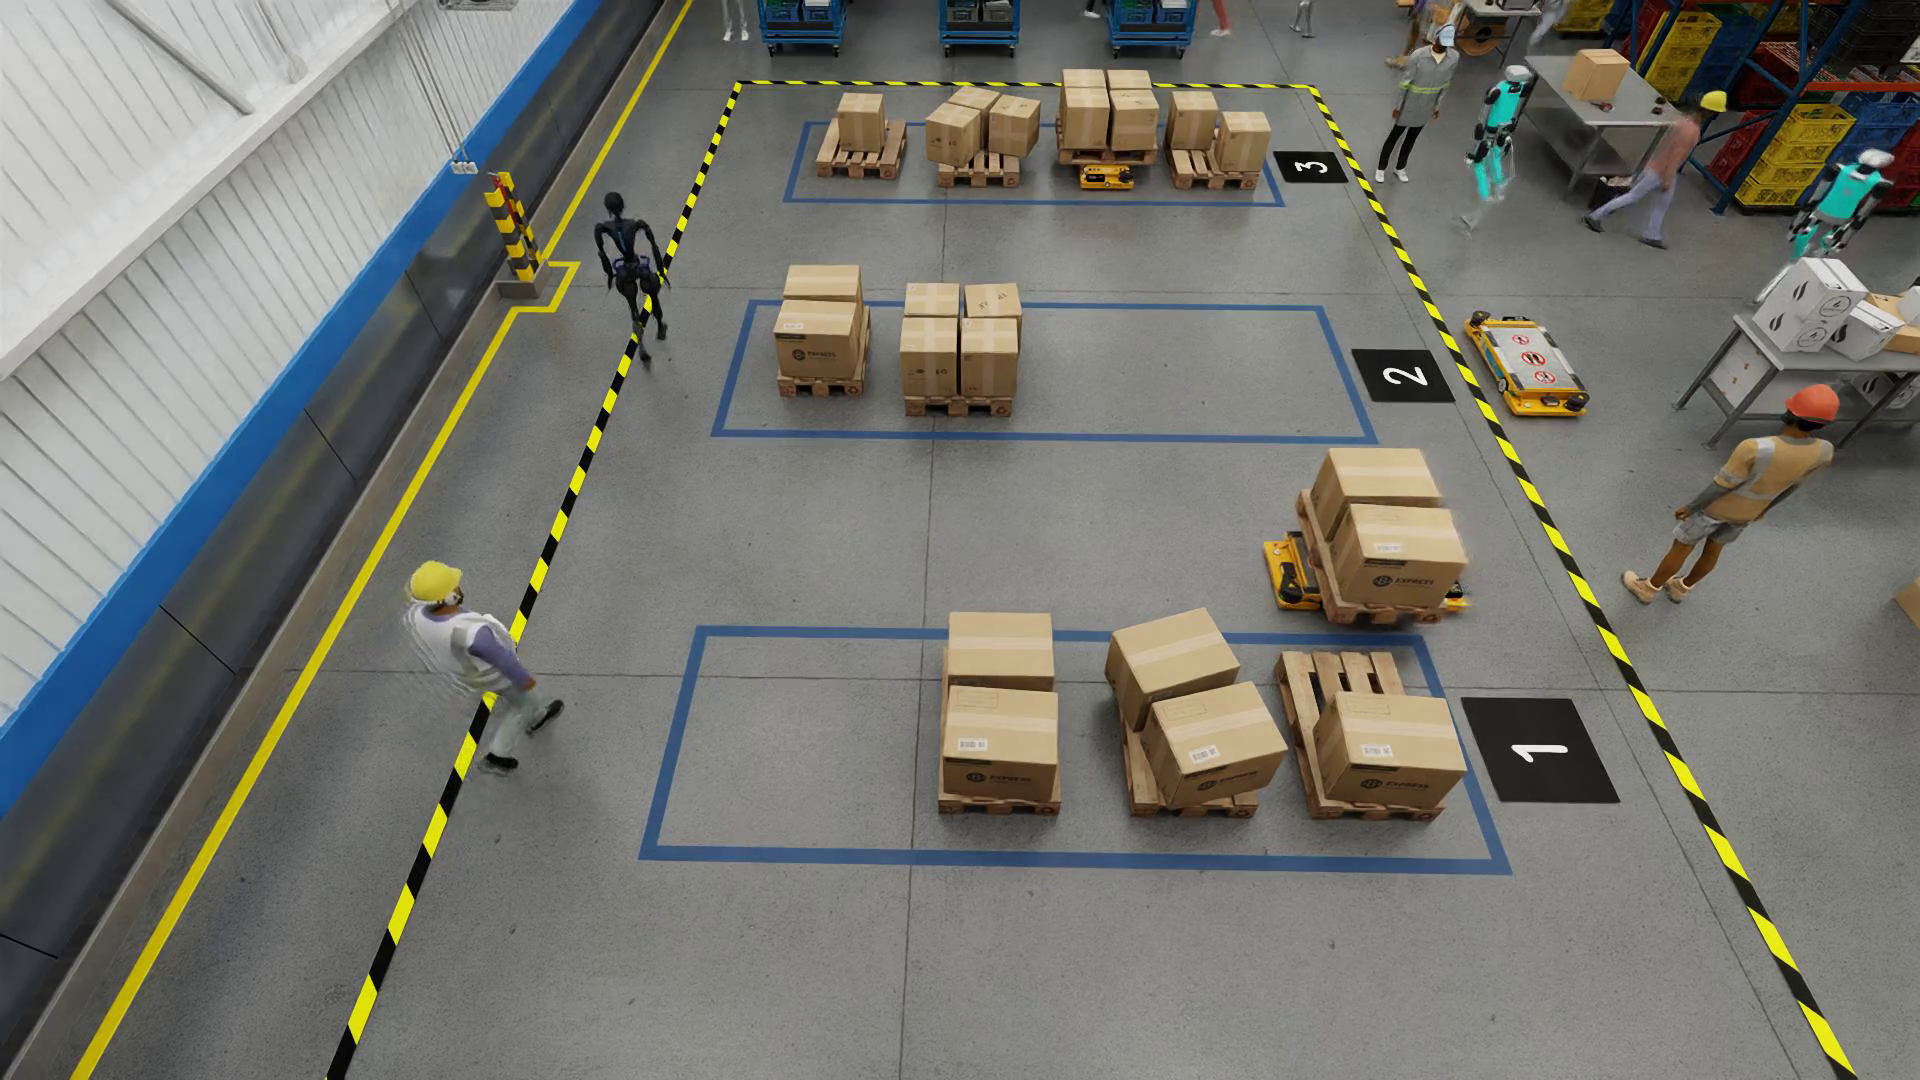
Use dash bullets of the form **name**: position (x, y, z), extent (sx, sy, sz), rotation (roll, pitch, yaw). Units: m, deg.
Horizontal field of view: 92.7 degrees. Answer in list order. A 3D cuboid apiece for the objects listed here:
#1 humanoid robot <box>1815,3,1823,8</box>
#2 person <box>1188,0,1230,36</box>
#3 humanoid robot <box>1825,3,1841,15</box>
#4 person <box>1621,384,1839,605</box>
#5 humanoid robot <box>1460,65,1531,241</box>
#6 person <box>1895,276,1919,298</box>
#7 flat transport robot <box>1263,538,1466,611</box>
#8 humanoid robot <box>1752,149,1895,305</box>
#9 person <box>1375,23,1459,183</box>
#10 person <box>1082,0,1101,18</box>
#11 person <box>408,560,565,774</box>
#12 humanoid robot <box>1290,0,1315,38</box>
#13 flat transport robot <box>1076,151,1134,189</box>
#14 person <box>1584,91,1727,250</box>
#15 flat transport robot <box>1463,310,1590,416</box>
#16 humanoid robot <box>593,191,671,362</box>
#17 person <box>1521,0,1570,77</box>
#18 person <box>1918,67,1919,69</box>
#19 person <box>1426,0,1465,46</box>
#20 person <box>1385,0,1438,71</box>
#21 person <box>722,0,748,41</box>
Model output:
- **humanoid robot**: position (13.176, -8.493, 13.959), extent (0.601, 1.633, 0.537), rotation (23, 53, 19)
- **person**: position (3.838, -8.745, 14.052), extent (1.029, 1.860, 0.591), rotation (16, 51, 13)
- **humanoid robot**: position (13.120, -7.970, 13.543), extent (0.596, 1.650, 0.758), rotation (-1, 49, -1)
- **person**: position (5.532, -0.274, 6.599), extent (0.613, 2.039, 0.386), rotation (0, 49, 0)
- **humanoid robot**: position (6.039, -4.230, 10.260), extent (0.532, 1.831, 0.822), rotation (-17, 51, -14)
- **person**: position (10.363, -3.153, 9.229), extent (0.339, 1.838, 0.505), rotation (-24, 53, -19)
- **flat transport robot**: position (3.215, 0.241, 7.307), extent (1.431, 0.197, 0.652), rotation (1, 49, 1)
- **humanoid robot**: position (8.798, -3.176, 9.308), extent (0.991, 1.726, 0.530), rotation (-31, 56, -24)
- **person**: position (5.502, -5.215, 11.003), extent (0.586, 1.848, 0.394), rotation (-1, 49, -1)
- **person**: position (2.485, -9.197, 14.475), extent (1.004, 1.809, 0.489), rotation (-1, 49, -1)
- **person**: position (-3.030, 0.830, 5.795), extent (0.599, 1.805, 0.596), rotation (23, 53, 19)
- **humanoid robot**: position (5.427, -8.722, 14.108), extent (0.586, 1.771, 0.878), rotation (19, 52, 16)
- **flat transport robot**: position (1.845, -4.982, 11.827), extent (0.652, 0.197, 1.431), rotation (1, 49, 1)
- **person**: position (7.765, -4.111, 10.136), extent (0.924, 1.720, 0.531), rotation (34, 57, 26)
- **flat transport robot**: position (5.573, -1.757, 9.054), extent (0.659, 0.231, 1.431), rotation (1, 49, 1)
- **humanoid robot**: position (-3.117, -2.510, 8.787), extent (0.593, 1.637, 0.688), rotation (-7, 49, -6)
- **person**: position (8.315, -7.456, 13.021), extent (0.622, 1.728, 0.503), rotation (-2, 49, -1)
- **person**: position (14.702, -7.614, 13.089), extent (0.389, 1.836, 0.563), rotation (-15, 51, -13)
- **person**: position (6.667, -7.211, 12.669), extent (0.341, 1.942, 0.550), rotation (2, 49, 2)
- **person**: position (6.618, -7.645, 13.010), extent (0.635, 1.989, 0.851), rotation (-36, 58, -27)
- **person**: position (-3.538, -8.610, 13.930), extent (0.529, 1.864, 0.309), rotation (0, 49, 0)
